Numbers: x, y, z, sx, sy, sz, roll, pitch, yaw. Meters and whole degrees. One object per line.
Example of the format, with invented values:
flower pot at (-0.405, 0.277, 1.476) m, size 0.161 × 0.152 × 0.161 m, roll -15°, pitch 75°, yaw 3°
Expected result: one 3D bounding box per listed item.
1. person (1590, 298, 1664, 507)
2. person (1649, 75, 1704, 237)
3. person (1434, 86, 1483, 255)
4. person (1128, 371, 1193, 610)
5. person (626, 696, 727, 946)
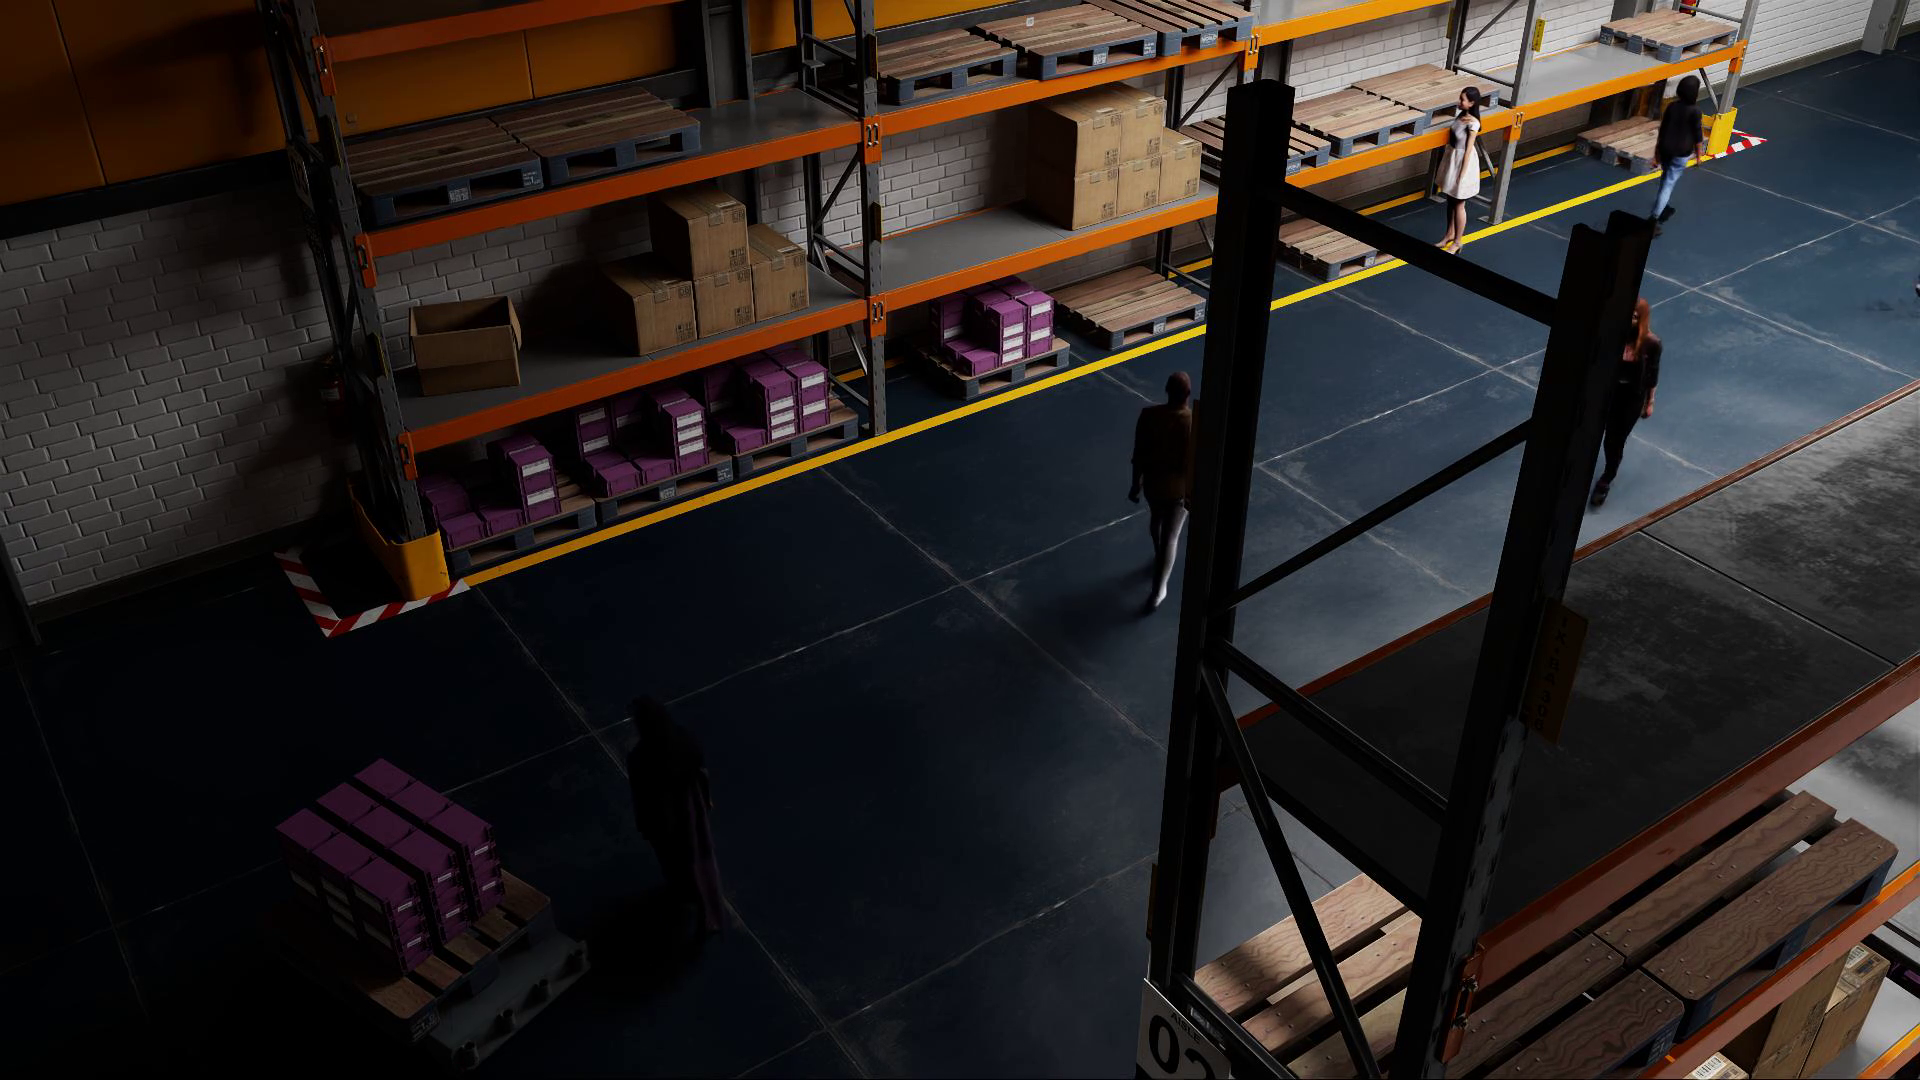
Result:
person at (5.296, -1.164, 13.187) m, size 0.720 × 1.692 × 0.887 m, roll 27°, pitch 42°, yaw 35°
person at (7.447, -3.996, 17.462) m, size 0.977 × 1.676 × 0.616 m, roll -22°, pitch 40°, yaw -30°
person at (5.117, -3.782, 17.056) m, size 0.803 × 1.769 × 0.777 m, roll -2°, pitch 34°, yaw -3°
person at (1.466, -0.312, 11.812) m, size 1.082 × 1.794 × 1.208 m, roll 13°, pitch 36°, yaw 18°
person at (-1.553, 1.547, 9.200) m, size 1.005 × 1.590 × 0.808 m, roll -12°, pitch 36°, yaw -18°
